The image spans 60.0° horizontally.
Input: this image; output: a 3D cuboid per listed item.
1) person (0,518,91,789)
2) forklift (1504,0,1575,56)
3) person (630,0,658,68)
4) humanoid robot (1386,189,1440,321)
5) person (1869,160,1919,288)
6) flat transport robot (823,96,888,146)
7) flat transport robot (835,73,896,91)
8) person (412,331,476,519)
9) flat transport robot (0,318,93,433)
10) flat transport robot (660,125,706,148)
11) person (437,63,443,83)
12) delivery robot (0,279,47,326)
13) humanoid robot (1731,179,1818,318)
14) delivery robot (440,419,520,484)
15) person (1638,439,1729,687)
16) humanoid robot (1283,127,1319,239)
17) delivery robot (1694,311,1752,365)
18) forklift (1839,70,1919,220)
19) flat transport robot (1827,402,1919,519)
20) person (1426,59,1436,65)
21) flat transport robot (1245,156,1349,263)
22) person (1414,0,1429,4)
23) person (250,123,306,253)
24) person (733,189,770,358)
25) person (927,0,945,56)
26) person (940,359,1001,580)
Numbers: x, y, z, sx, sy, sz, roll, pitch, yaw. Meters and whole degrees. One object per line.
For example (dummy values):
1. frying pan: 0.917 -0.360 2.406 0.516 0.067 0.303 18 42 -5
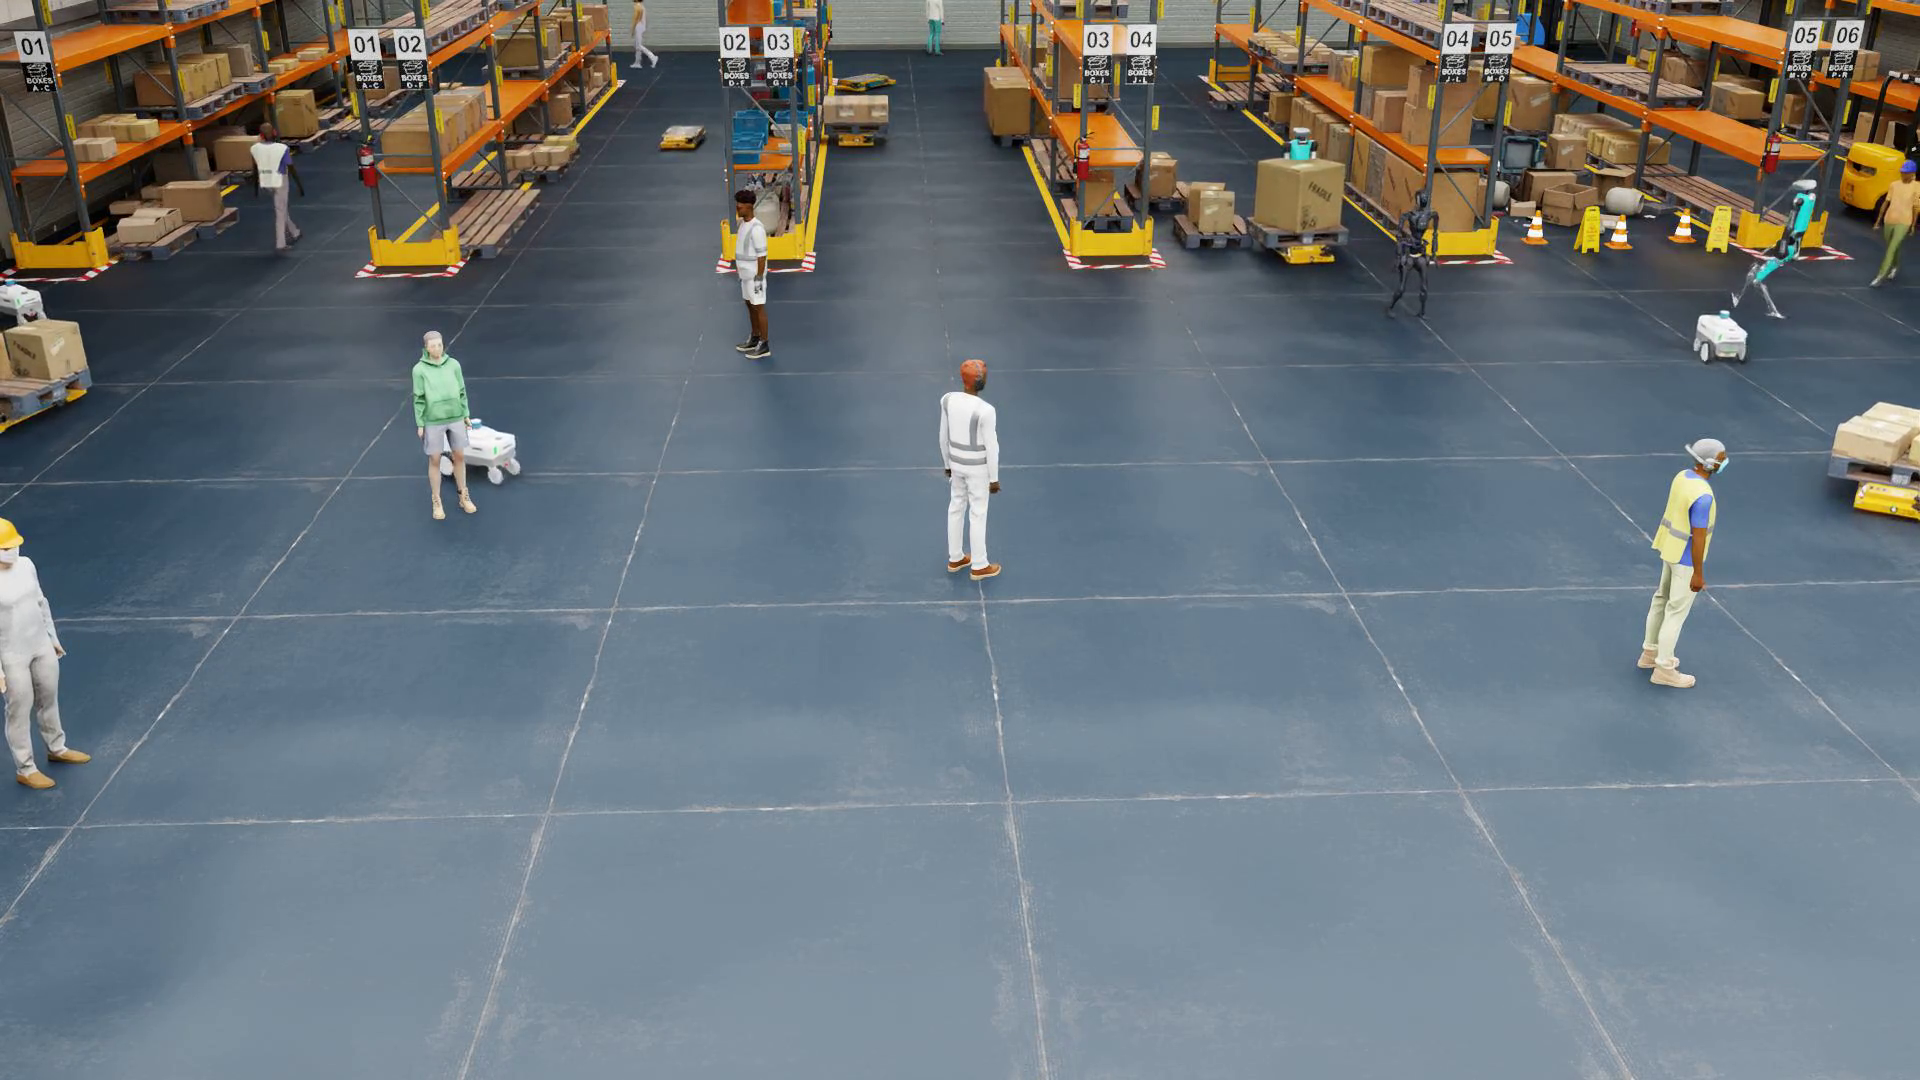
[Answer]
1. person: -6.116 0.728 10.849 0.377 1.888 0.566 7 25 15
2. forklift: 14.700 -13.805 42.301 1.873 2.768 1.129 -1 24 -2
3. person: -7.747 -12.396 40.397 0.744 1.837 0.524 5 25 12
4. humanoid robot: 5.685 -3.577 20.784 0.602 1.639 0.406 -4 24 -8
5. person: 12.590 -4.269 22.329 0.879 1.675 0.458 -16 28 -31
6. flat transport robot: -1.986 -7.775 31.942 0.659 0.231 1.431 -1 24 -2
7. flat transport robot: -2.146 -10.423 37.893 0.659 0.231 1.431 17 29 33
8. person: -4.666 -1.054 15.026 0.484 1.742 0.315 -14 28 -29
9. flat transport robot: -10.082 -1.435 17.697 0.659 0.231 1.431 6 25 12
10. flat transport robot: -5.286 -7.708 31.793 0.659 0.231 1.431 0 24 1
11. person: -11.222 -10.000 35.231 0.533 1.667 0.816 -2 24 -4
12. delivery robot: -11.831 -2.973 20.786 0.764 0.582 0.499 13 27 26
13. humanoid robot: 10.204 -3.708 21.039 0.547 1.792 0.914 -20 31 -38
14. delivery robot: -4.656 -0.886 16.081 0.747 0.570 0.499 10 26 22
15. person: 5.268 0.152 12.137 0.384 1.891 0.545 1 24 2
16. humanoid robot: 4.942 -4.933 23.838 0.540 1.837 0.786 -6 25 -14
17. delivery robot: 8.904 -2.366 19.443 0.499 0.599 0.774 1 24 2
18. forklift: 15.132 -6.143 25.915 2.313 2.155 1.214 -1 24 -2
19. flat transport robot: 8.884 -0.551 15.712 0.659 0.231 1.431 13 27 27
20. person: 9.221 -8.947 32.668 0.574 1.818 0.480 12 27 26
21. flat transport robot: 4.853 -4.274 24.077 0.659 0.231 1.431 -4 24 -8
22. person: 11.600 -13.015 41.834 0.388 1.799 0.603 -19 30 -36
23. person: -9.857 -5.140 24.150 0.620 1.781 0.968 4 24 10
24. person: -2.433 -3.106 19.367 0.361 1.962 0.613 -11 26 -22
25. person: -0.619 -13.305 42.535 0.531 1.769 0.328 21 32 39
26. person: 0.090 -0.589 13.811 0.583 1.881 0.337 20 31 38
